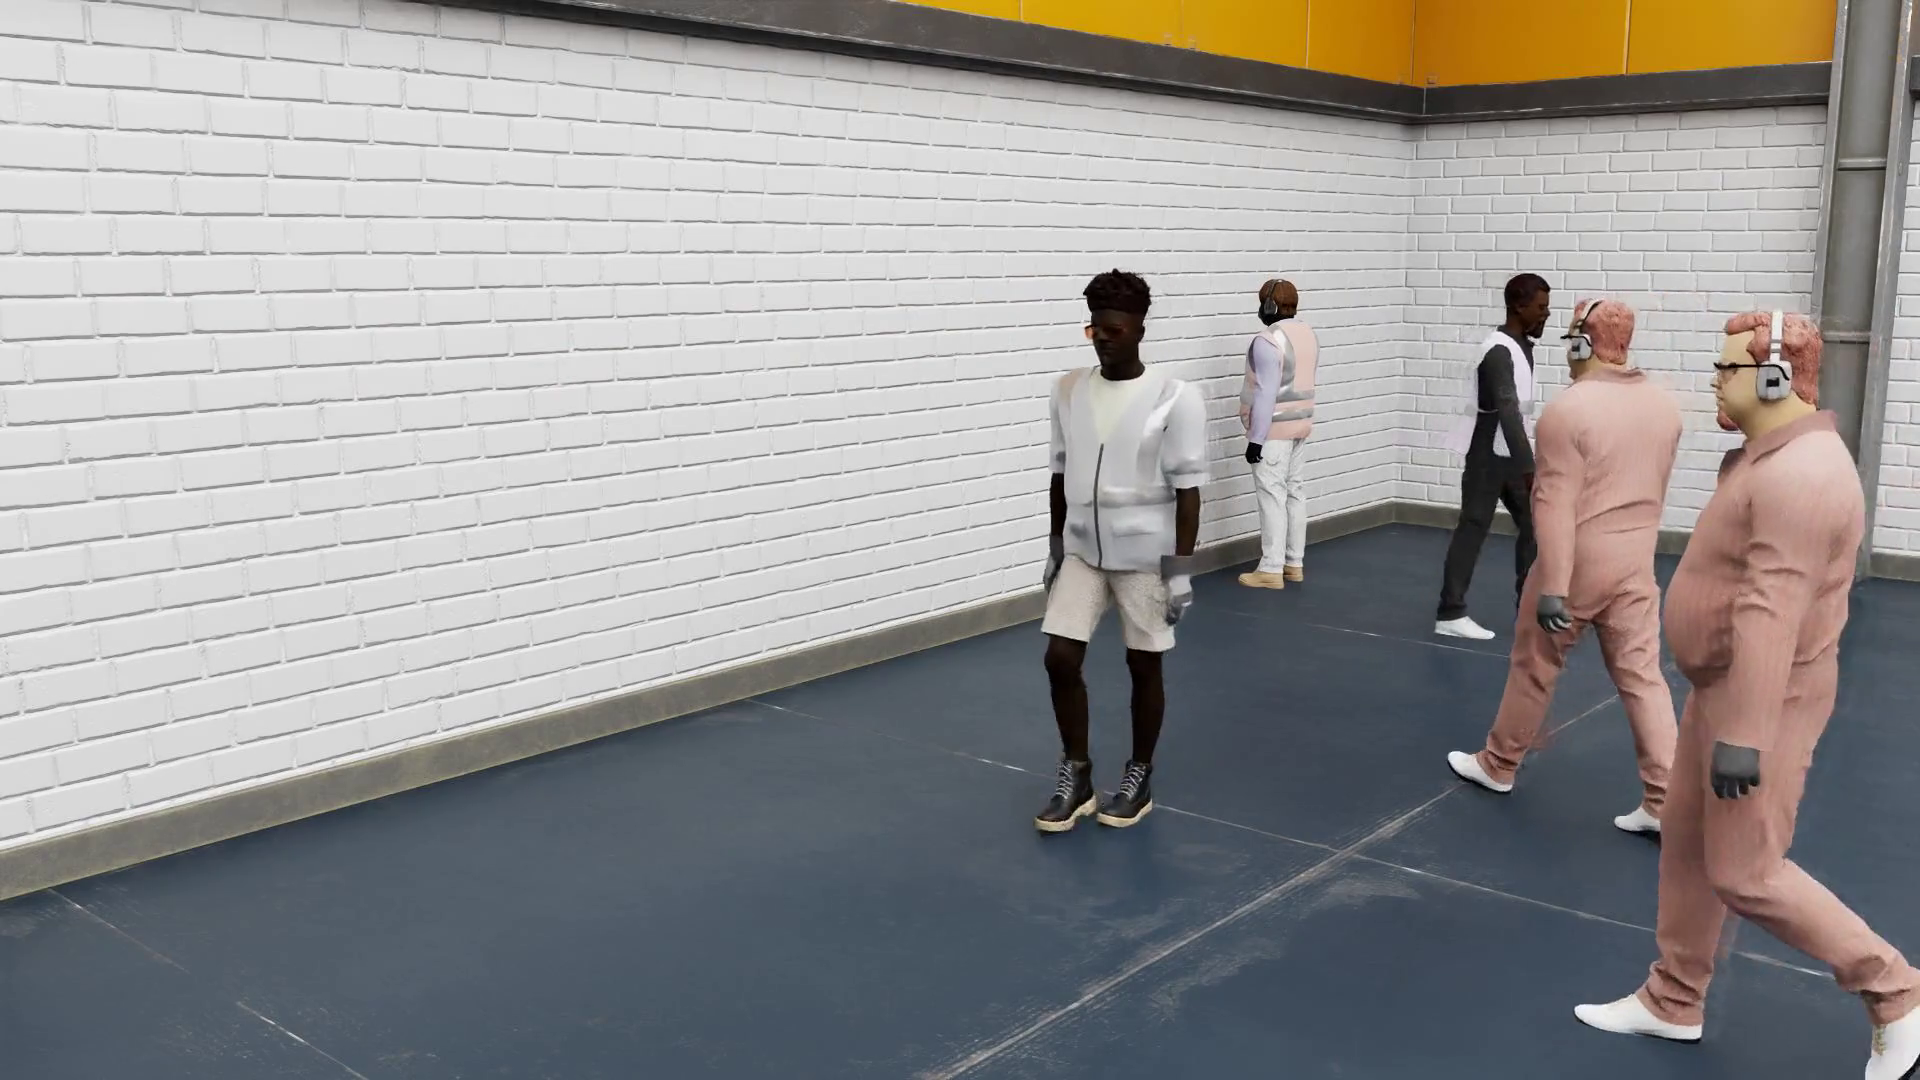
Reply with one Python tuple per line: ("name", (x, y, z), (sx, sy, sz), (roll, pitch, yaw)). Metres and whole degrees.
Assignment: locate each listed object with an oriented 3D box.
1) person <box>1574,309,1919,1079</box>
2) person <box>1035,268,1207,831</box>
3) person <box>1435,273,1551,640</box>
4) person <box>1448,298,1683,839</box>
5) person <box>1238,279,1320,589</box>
("person", (1.978, 0.391, 4.017), (0.743, 1.883, 0.653), (3, 11, 19))
("person", (0.495, 0.063, 5.672), (0.634, 1.947, 0.657), (6, 12, 31))
("person", (2.855, -0.400, 8.486), (0.826, 1.884, 0.599), (7, 12, 34))
("person", (2.216, 0.084, 5.845), (0.667, 1.853, 1.014), (-5, 11, -25))
("person", (1.888, -0.634, 9.959), (0.429, 1.841, 0.634), (8, 13, 38))
